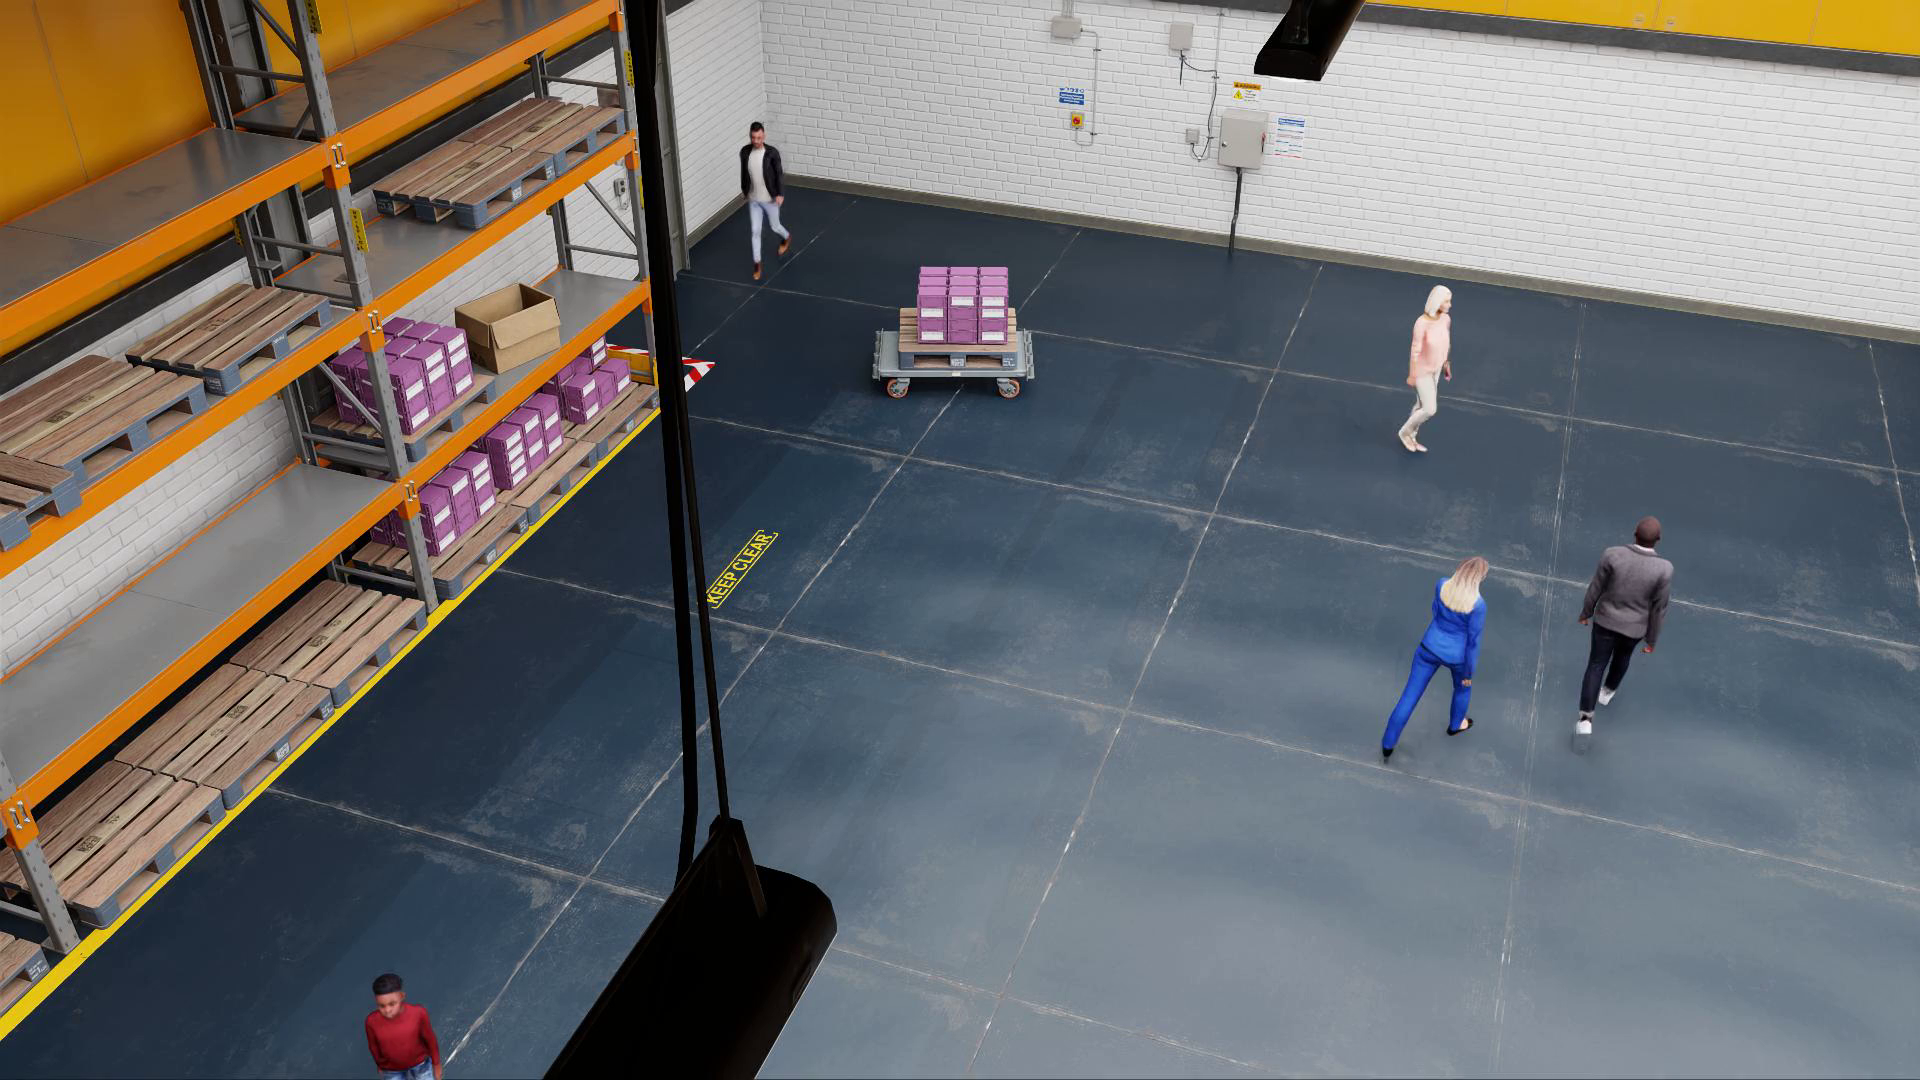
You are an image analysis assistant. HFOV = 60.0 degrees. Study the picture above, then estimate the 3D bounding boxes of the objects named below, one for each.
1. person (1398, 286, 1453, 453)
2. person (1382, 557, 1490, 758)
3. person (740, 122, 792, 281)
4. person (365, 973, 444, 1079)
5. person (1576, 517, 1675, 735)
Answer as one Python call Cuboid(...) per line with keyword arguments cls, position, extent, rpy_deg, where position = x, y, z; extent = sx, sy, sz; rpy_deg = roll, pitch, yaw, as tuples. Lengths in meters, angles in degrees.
Cuboid(cls="person", position=(4.363, -1.644, 15.787), extent=(0.670, 1.716, 0.761), rpy_deg=(-28, 42, -35))
Cuboid(cls="person", position=(3.455, 0.889, 12.045), extent=(0.943, 1.639, 1.164), rpy_deg=(26, 42, 34))
Cuboid(cls="person", position=(-2.239, -3.990, 19.245), extent=(0.784, 1.794, 1.162), rpy_deg=(9, 35, 13))
Cuboid(cls="person", position=(-3.140, 2.874, 9.422), extent=(0.753, 1.237, 0.850), rpy_deg=(-9, 35, -13))
Cuboid(cls="person", position=(4.835, 0.669, 12.243), extent=(0.828, 1.787, 1.172), rpy_deg=(15, 37, 22))
